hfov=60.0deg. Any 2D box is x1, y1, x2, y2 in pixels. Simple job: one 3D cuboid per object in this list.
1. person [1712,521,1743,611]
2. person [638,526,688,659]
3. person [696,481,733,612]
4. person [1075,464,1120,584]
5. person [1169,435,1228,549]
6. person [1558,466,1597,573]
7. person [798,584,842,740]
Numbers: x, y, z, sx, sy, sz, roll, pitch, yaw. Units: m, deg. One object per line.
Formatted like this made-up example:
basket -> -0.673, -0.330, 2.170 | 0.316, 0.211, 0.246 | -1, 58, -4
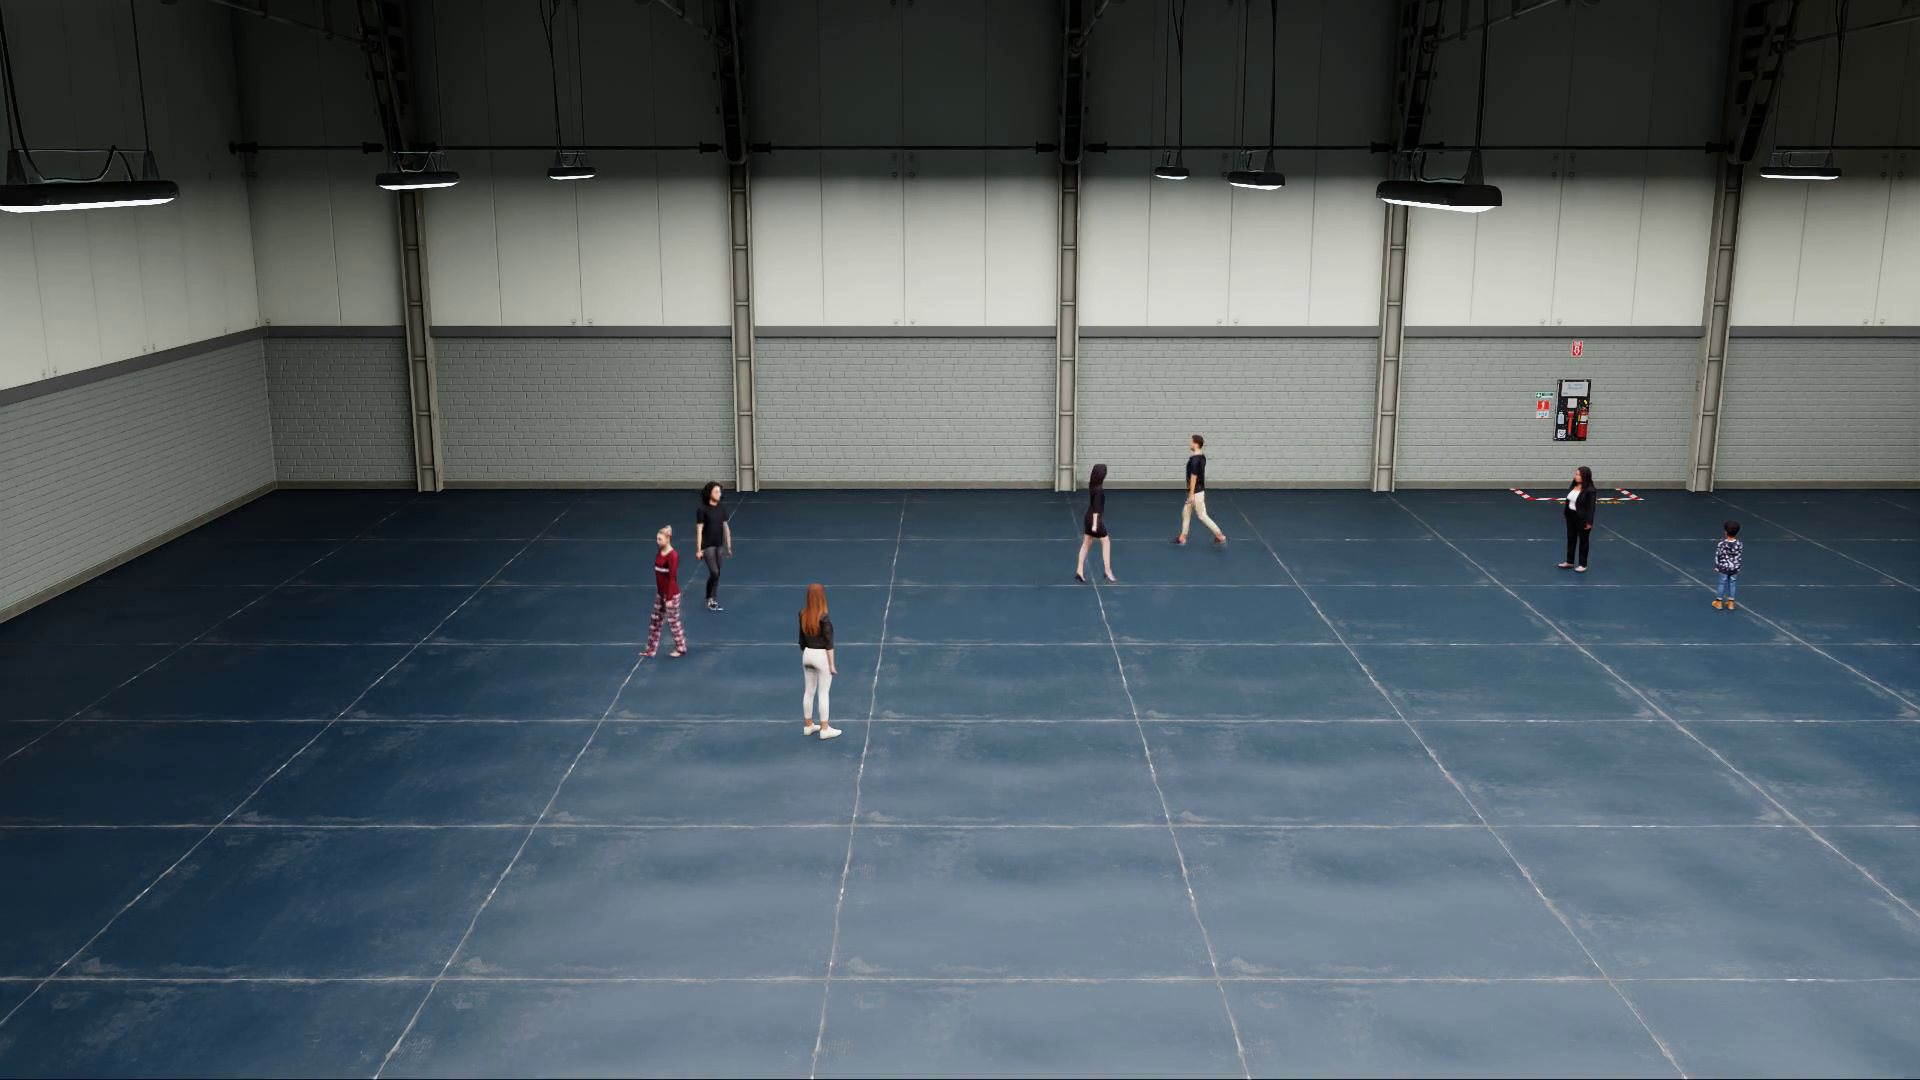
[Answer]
person -> 10.675, 0.342, 23.103 | 0.459, 1.252, 0.573 | 2, 13, 7
person -> -3.594, 0.655, 20.787 | 1.015, 1.686, 0.939 | -10, 17, -38
person -> -3.476, 0.066, 23.022 | 0.825, 1.826, 0.774 | 12, 18, 41
person -> 1.876, -0.212, 24.333 | 0.905, 1.777, 0.707 | -2, 13, -10
person -> 3.859, -0.733, 26.494 | 1.255, 1.817, 0.895 | 4, 14, 16
person -> 9.391, -0.330, 25.194 | 0.788, 1.616, 0.760 | -8, 15, -30
person -> -1.547, 1.296, 17.980 | 0.648, 1.704, 0.743 | 9, 16, 35
